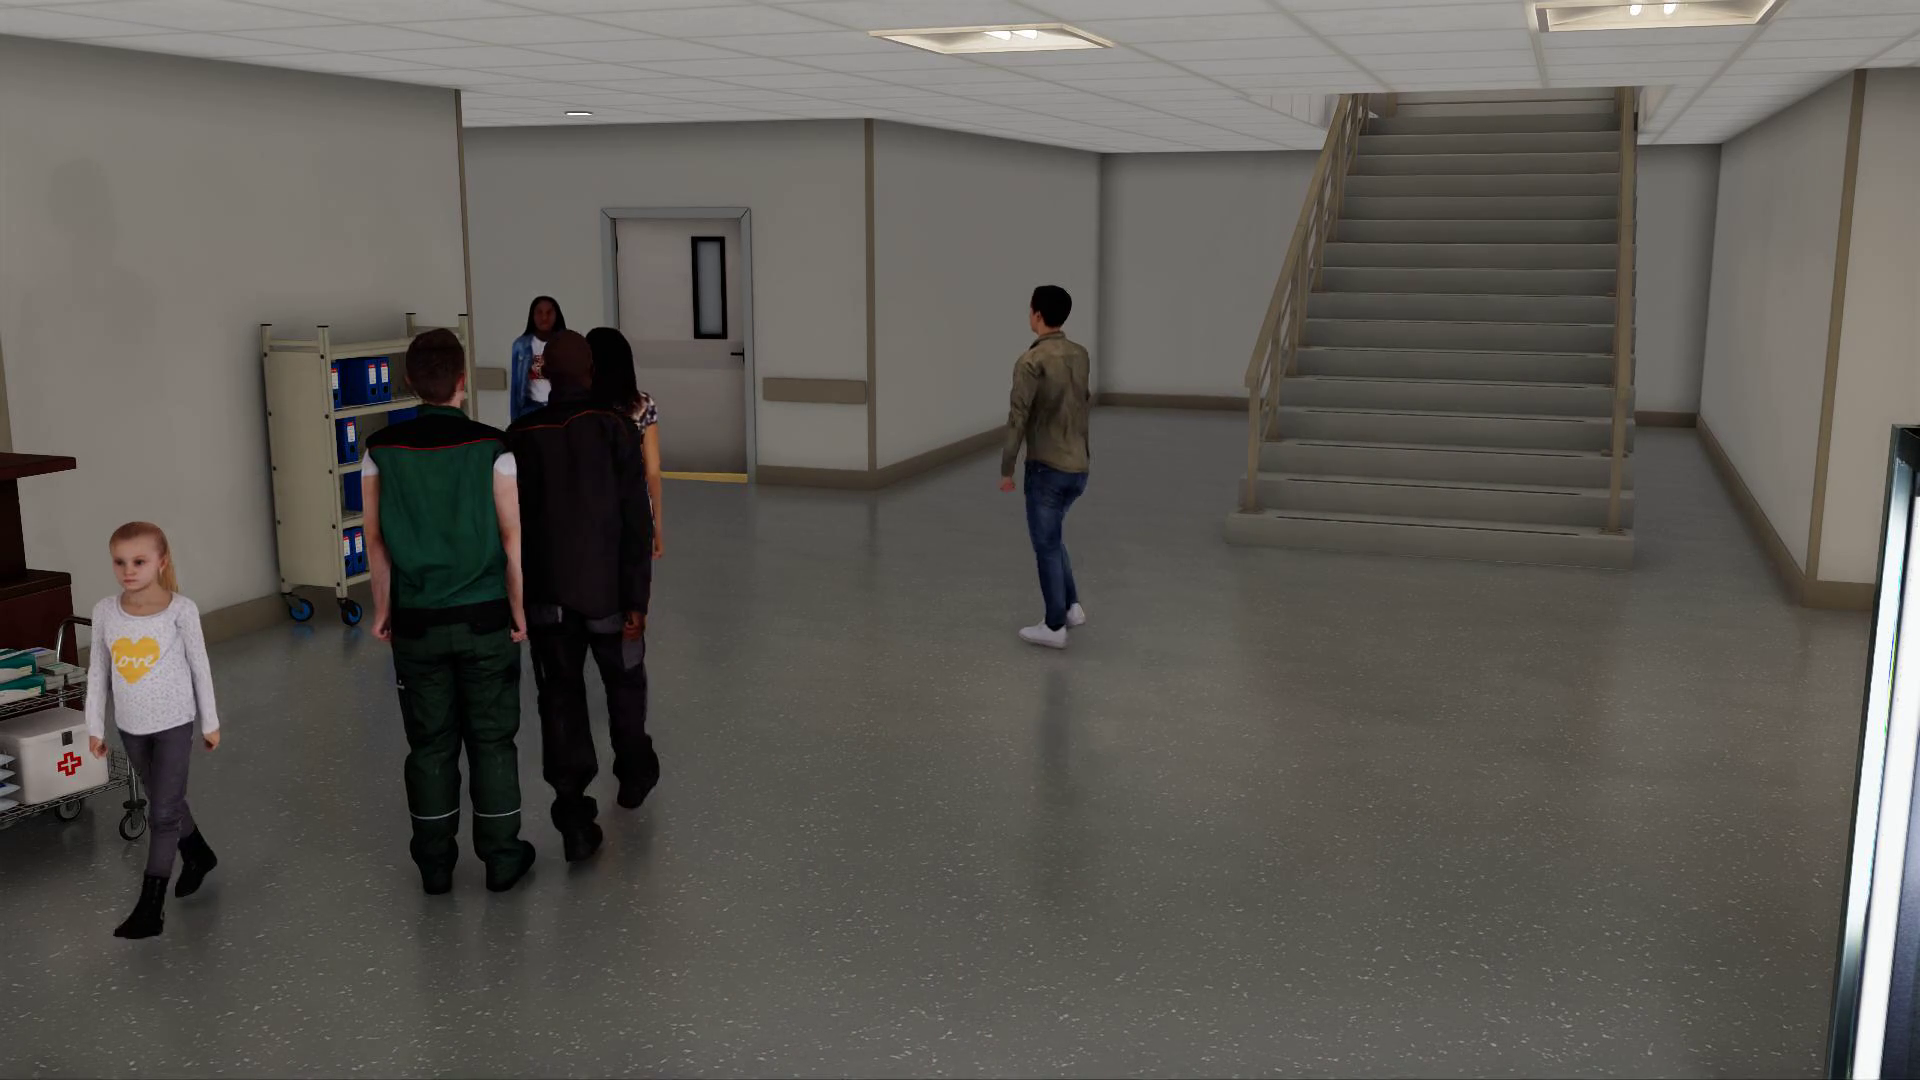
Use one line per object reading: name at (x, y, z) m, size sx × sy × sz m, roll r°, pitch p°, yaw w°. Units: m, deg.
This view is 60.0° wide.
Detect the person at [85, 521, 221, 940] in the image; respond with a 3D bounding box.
person at (-2.499, 0.569, 5.227) m, size 0.704 × 1.249 × 0.968 m, roll 0°, pitch 11°, yaw 0°

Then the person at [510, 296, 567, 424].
person at (-2.723, -0.752, 10.995) m, size 0.857 × 1.694 × 0.950 m, roll -2°, pitch 11°, yaw -10°

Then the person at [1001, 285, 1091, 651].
person at (0.537, -0.350, 8.436) m, size 0.871 × 1.858 × 0.720 m, roll 10°, pitch 14°, yaw 42°

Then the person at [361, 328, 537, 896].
person at (-1.648, 0.235, 5.397) m, size 0.728 × 1.842 × 0.725 m, roll -1°, pitch 11°, yaw -7°

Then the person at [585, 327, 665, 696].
person at (-1.469, -0.017, 7.089) m, size 1.039 × 1.706 × 1.131 m, roll -4°, pitch 12°, yaw -22°

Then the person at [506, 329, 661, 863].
person at (-1.308, 0.208, 5.665) m, size 0.955 × 1.794 × 1.181 m, roll 0°, pitch 11°, yaw 2°
